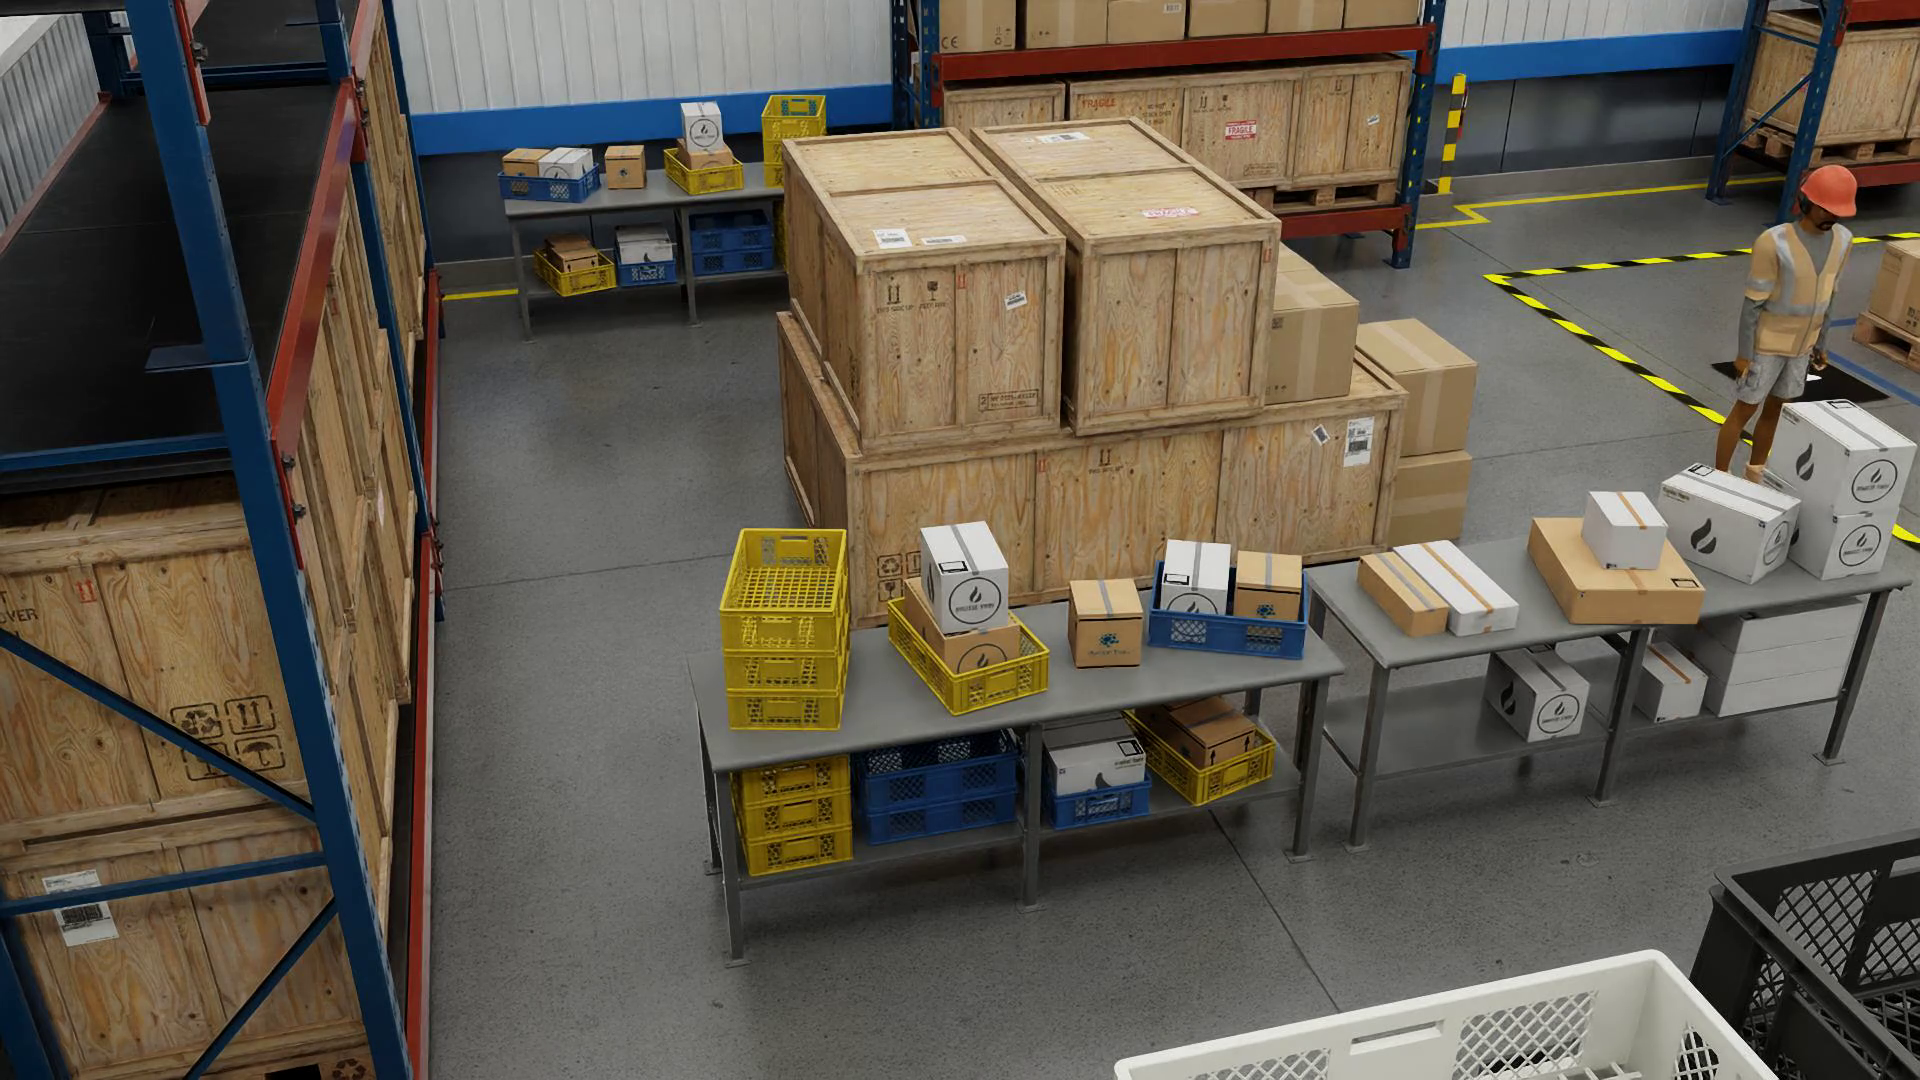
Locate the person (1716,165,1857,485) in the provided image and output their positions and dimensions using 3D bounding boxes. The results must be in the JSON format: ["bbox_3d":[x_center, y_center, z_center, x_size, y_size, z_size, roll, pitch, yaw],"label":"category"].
[{"bbox_3d":[4.607,-1.096,9.278,0.604,2.035,0.381,-9,30,-15],"label":"person"}]
